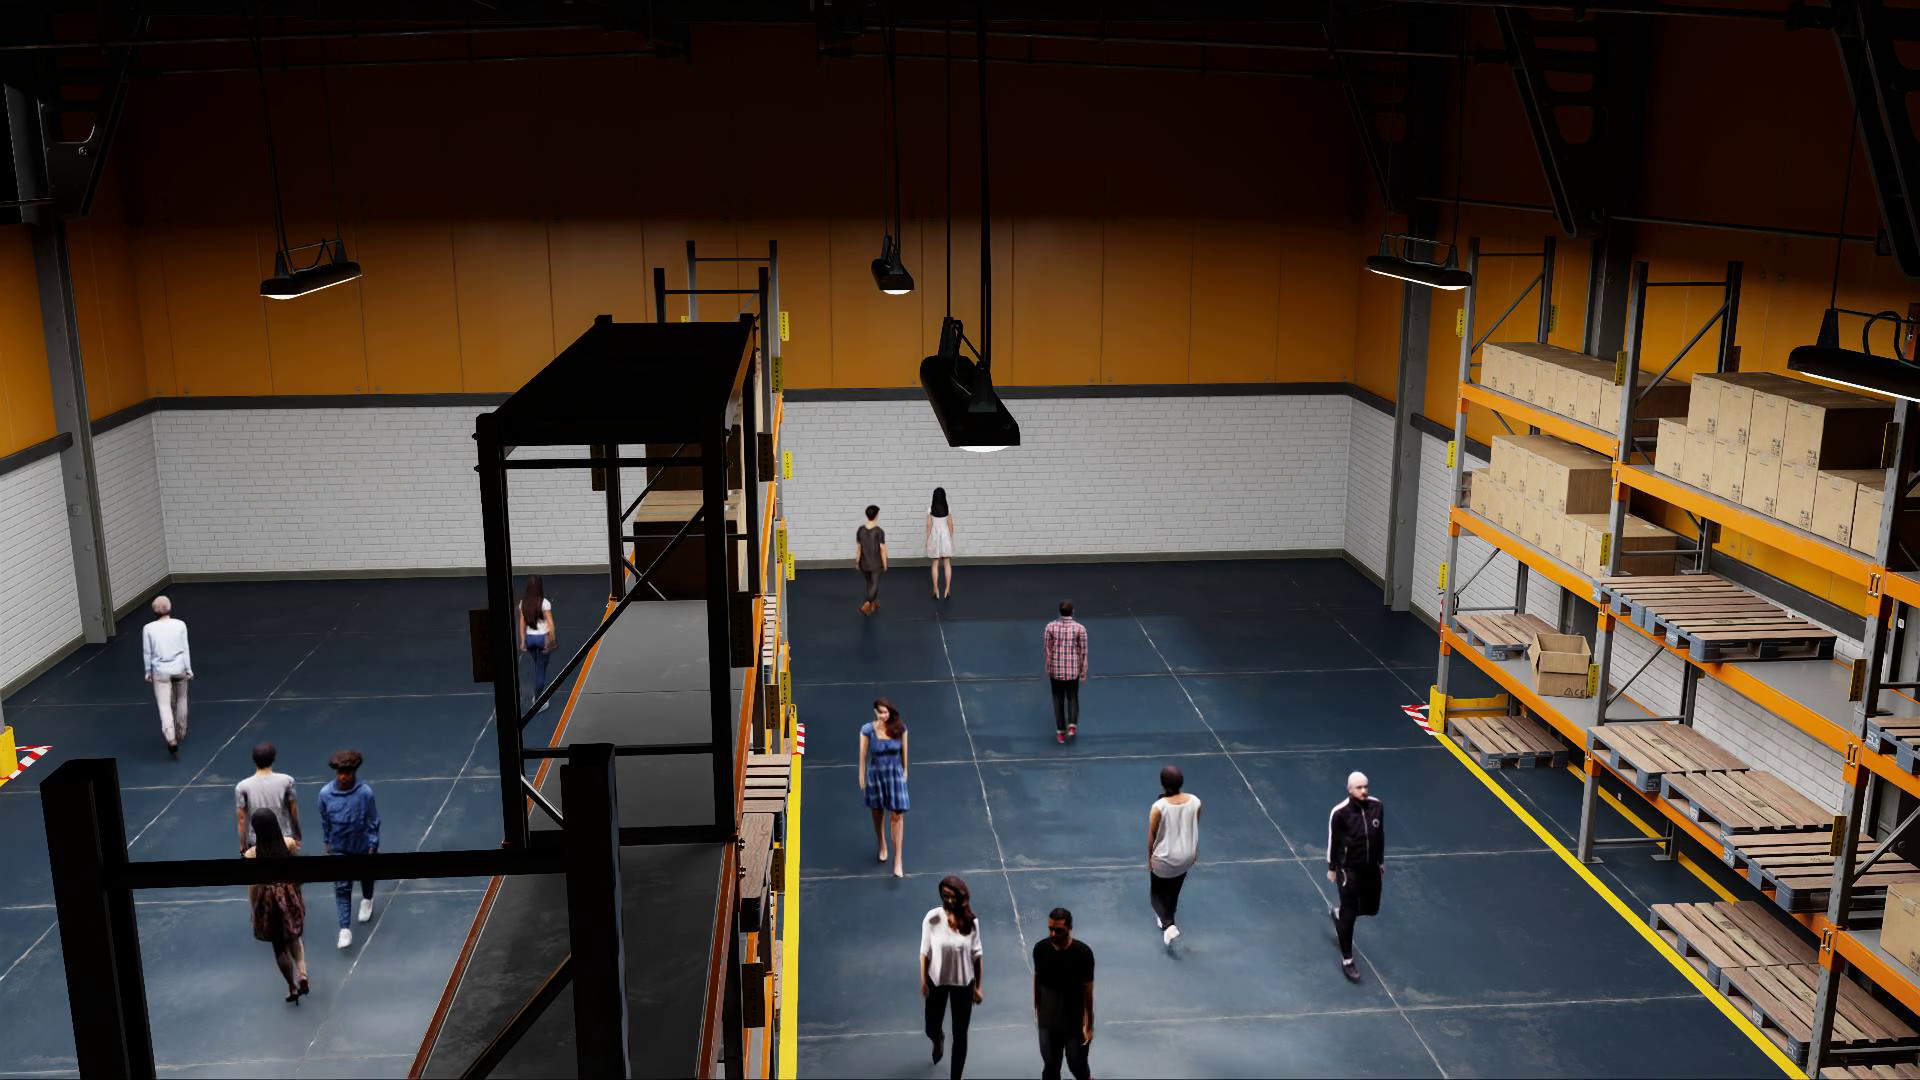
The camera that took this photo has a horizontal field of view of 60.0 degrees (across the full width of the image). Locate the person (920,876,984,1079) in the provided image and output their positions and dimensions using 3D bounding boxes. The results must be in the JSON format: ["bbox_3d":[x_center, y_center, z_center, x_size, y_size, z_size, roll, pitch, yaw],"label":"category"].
[{"bbox_3d":[-0.075,3.353,12.596,0.625,1.783,0.849,-1,14,-3],"label":"person"}]

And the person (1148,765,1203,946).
[{"bbox_3d":[1.896,2.839,14.941,0.788,1.678,0.965,-5,14,-19],"label":"person"}]

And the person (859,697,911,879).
[{"bbox_3d":[-0.753,2.410,16.532,0.646,1.764,1.048,-1,14,-6],"label":"person"}]

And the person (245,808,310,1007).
[{"bbox_3d":[-5.614,3.081,13.770,0.864,1.760,0.804,13,19,43],"label":"person"}]

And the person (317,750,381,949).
[{"bbox_3d":[-5.534,2.737,15.182,0.769,1.764,1.207,-3,14,-11],"label":"person"}]

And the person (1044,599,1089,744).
[{"bbox_3d":[1.250,1.594,19.948,0.736,1.741,0.807,1,14,3],"label":"person"}]

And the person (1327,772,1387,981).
[{"bbox_3d":[3.421,2.862,14.549,0.835,1.818,1.054,-5,14,-18],"label":"person"}]

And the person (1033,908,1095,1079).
[{"bbox_3d":[0.785,3.475,12.179,0.837,1.742,1.006,4,14,18],"label":"person"}]

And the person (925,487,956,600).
[{"bbox_3d":[-0.319,0.039,26.302,0.649,1.773,0.632,-2,14,-8],"label":"person"}]

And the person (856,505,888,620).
[{"bbox_3d":[-1.373,0.340,25.223,0.942,1.696,1.141,6,15,24],"label":"person"}]

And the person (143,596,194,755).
[{"bbox_3d":[-9.333,1.608,19.638,1.011,1.860,1.306,-8,16,-29],"label":"person"}]

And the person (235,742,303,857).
[{"bbox_3d":[-6.186,2.756,14.933,0.860,1.843,1.012,-6,15,-24],"label":"person"}]

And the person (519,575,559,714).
[{"bbox_3d":[-5.375,1.333,20.981,0.702,1.763,0.742,6,15,23],"label":"person"}]
